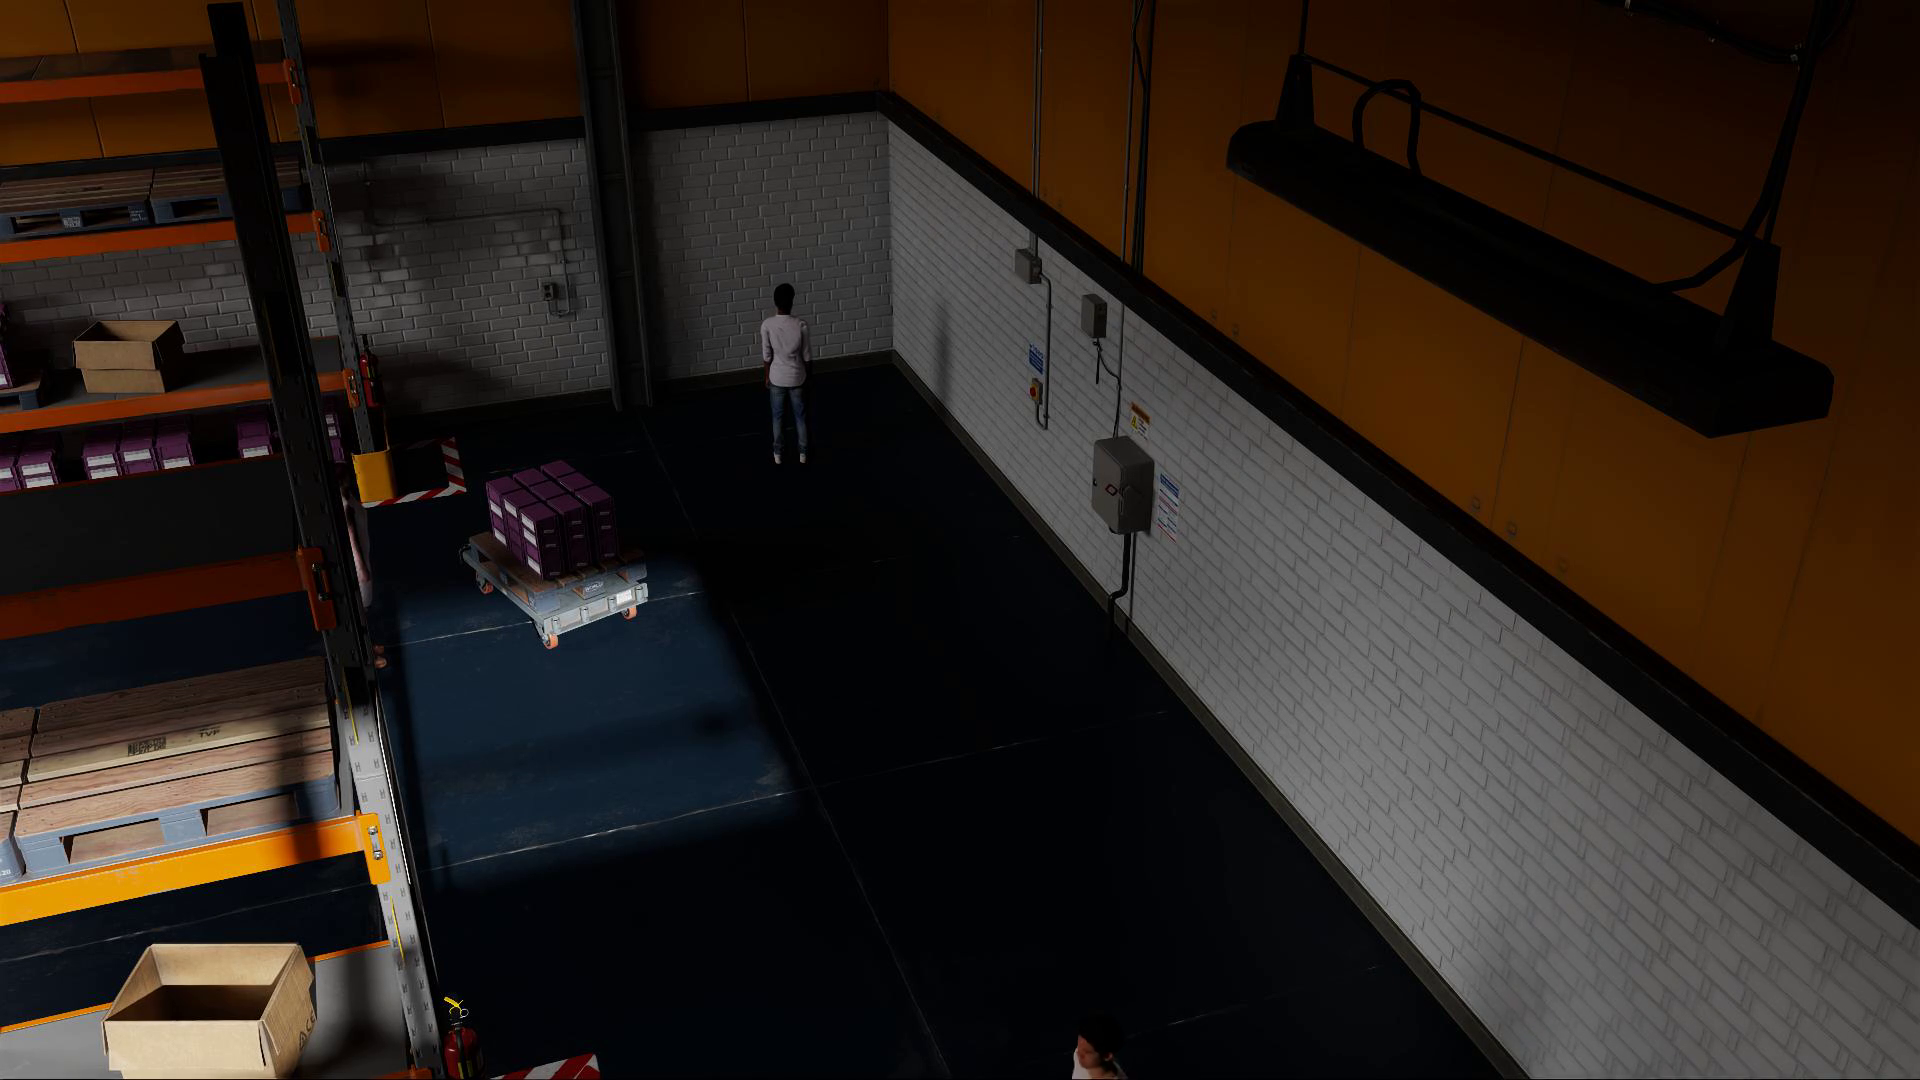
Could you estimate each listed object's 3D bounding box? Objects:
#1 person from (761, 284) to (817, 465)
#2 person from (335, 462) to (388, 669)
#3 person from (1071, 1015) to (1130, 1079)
[{"bbox_3d":[-1.679,-1.616,16.203,0.635,1.814,0.777,1,29,1],"label":"person"},{"bbox_3d":[-4.699,0.176,12.943,0.466,1.790,0.572,-10,30,-18],"label":"person"},{"bbox_3d":[0.717,2.908,8.012,0.735,1.714,0.636,-9,30,-17],"label":"person"}]
